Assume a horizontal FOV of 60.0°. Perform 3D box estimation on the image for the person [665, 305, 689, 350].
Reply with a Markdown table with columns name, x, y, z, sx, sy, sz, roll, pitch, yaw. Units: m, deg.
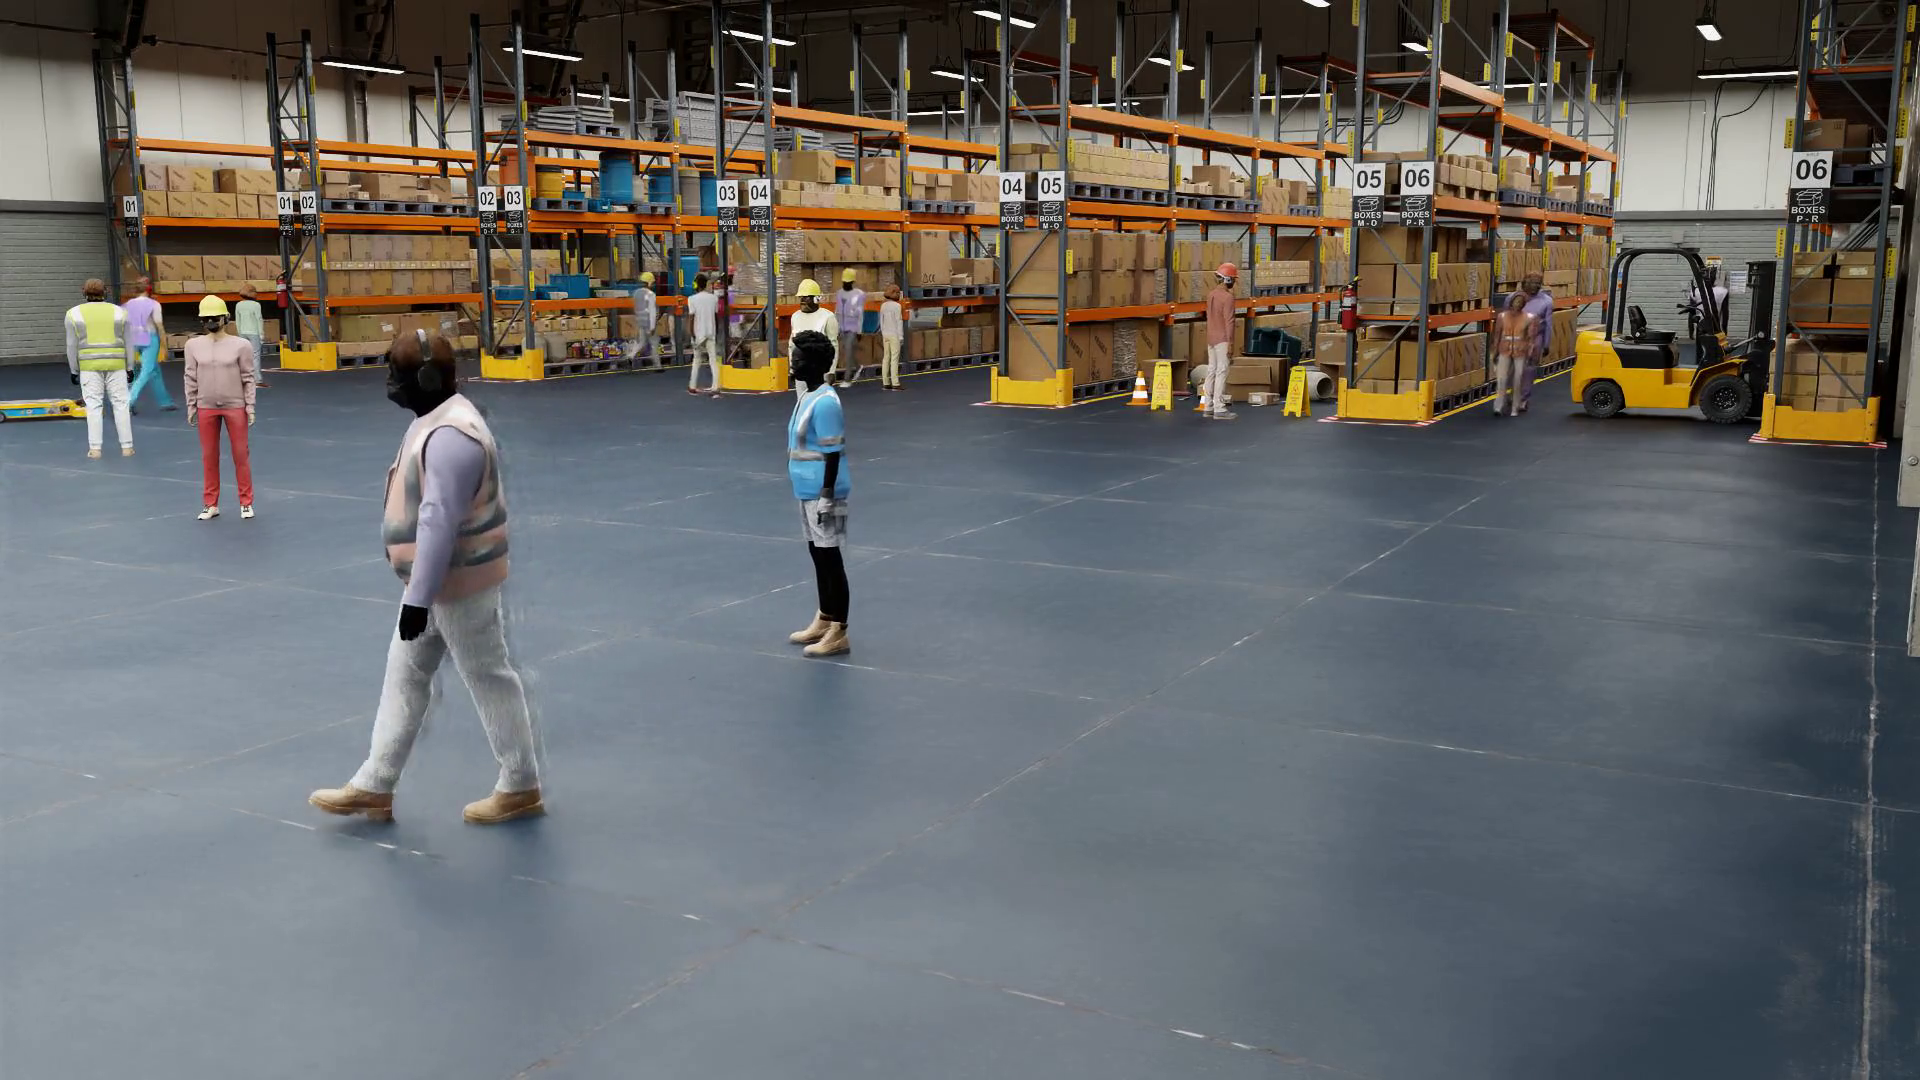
| name | x | y | z | sx | sy | sz | roll | pitch | yaw |
| --- | --- | --- | --- | --- | --- | --- | --- | --- | --- |
| person | -5.900 | -4.654 | 34.731 | 0.504 | 1.619 | 0.523 | 3 | 10 | 16 |

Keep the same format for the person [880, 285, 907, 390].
| name | x | y | z | sx | sy | sz | roll | pitch | yaw |
| --- | --- | --- | --- | --- | --- | --- | --- | --- | --- |
| person | -1.042 | -3.134 | 25.780 | 0.278 | 1.633 | 0.497 | -8 | 12 | -39 |

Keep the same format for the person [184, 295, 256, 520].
| name | x | y | z | sx | sy | sz | roll | pitch | yaw |
| --- | --- | --- | --- | --- | --- | --- | --- | --- | --- |
| person | -5.828 | -1.038 | 13.121 | 0.529 | 1.768 | 0.312 | -2 | 10 | -12 |

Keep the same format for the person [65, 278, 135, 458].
| name | x | y | z | sx | sy | sz | roll | pitch | yaw |
| --- | --- | --- | --- | --- | --- | --- | --- | --- | --- |
| person | -8.855 | -1.766 | 17.163 | 0.622 | 1.844 | 0.429 | -6 | 11 | -32 |

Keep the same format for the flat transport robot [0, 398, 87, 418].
| name | x | y | z | sx | sy | sz | roll | pitch | yaw |
| --- | --- | --- | --- | --- | --- | --- | --- | --- | --- |
| flat transport robot | -11.860 | -1.651 | 21.076 | 1.431 | 0.197 | 0.652 | -7 | 12 | -34 |

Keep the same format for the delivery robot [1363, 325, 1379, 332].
| name | x | y | z | sx | sy | sz | roll | pitch | yaw |
| --- | --- | --- | --- | --- | --- | --- | --- | --- | --- |
| delivery robot | 9.374 | -4.629 | 37.410 | 0.707 | 0.478 | 0.477 | -2 | 10 | -9 |

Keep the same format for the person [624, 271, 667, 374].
| name | x | y | z | sx | sy | sz | roll | pitch | yaw |
| --- | --- | --- | --- | --- | --- | --- | --- | --- | --- |
| person | -5.524 | -3.801 | 29.162 | 0.599 | 1.815 | 0.723 | 8 | 13 | 39 |

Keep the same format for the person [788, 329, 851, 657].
| name | x | y | z | sx | sy | sz | roll | pitch | yaw |
| --- | --- | --- | --- | --- | --- | --- | --- | --- | --- |
| person | -0.737 | -0.243 | 8.668 | 0.320 | 1.695 | 0.538 | -3 | 10 | -16 |

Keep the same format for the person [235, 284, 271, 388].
| name | x | y | z | sx | sy | sz | roll | pitch | yaw |
| --- | --- | --- | --- | --- | --- | --- | --- | --- | --- |
| person | -11.210 | -3.225 | 26.308 | 0.499 | 1.633 | 0.289 | 4 | 10 | 21 |

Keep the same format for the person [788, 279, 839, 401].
| name | x | y | z | sx | sy | sz | roll | pitch | yaw |
| --- | --- | --- | --- | --- | --- | --- | --- | --- | --- |
| person | -1.554 | -1.796 | 17.363 | 0.599 | 1.830 | 0.404 | 6 | 11 | 32 |

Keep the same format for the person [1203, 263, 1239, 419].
| name | x | y | z | sx | sy | sz | roll | pitch | yaw |
| --- | --- | --- | --- | --- | --- | --- | --- | --- | --- |
| person | 3.351 | -2.530 | 21.219 | 0.400 | 1.986 | 0.614 | -3 | 10 | -19 |

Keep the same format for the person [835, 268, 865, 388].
| name | x | y | z | sx | sy | sz | roll | pitch | yaw |
| --- | --- | --- | --- | --- | --- | --- | --- | --- | --- |
| person | -1.710 | -3.354 | 26.318 | 0.590 | 1.894 | 0.590 | 7 | 12 | 36 |

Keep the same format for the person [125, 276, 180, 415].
| name | x | y | z | sx | sy | sz | roll | pitch | yaw |
| --- | --- | --- | --- | --- | --- | --- | --- | --- | --- |
| person | -10.753 | -2.566 | 21.942 | 0.573 | 1.806 | 0.943 | 4 | 11 | 25 |

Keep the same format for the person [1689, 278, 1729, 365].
| name | x | y | z | sx | sy | sz | roll | pitch | yaw |
| --- | --- | --- | --- | --- | --- | --- | --- | --- | --- |
| person | 12.166 | -3.480 | 27.085 | 0.582 | 1.888 | 0.949 | 6 | 11 | 32 |

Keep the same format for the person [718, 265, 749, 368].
| name | x | y | z | sx | sy | sz | roll | pitch | yaw |
| --- | --- | --- | --- | --- | --- | --- | --- | --- | --- |
| person | -4.063 | -3.948 | 29.715 | 0.556 | 1.917 | 0.603 | 4 | 11 | 24 |

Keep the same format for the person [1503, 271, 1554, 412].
| name | x | y | z | sx | sy | sz | roll | pitch | yaw |
| --- | --- | --- | --- | --- | --- | --- | --- | --- | --- |
| person | 7.545 | -2.643 | 22.185 | 0.675 | 1.876 | 0.433 | 4 | 10 | 20 |

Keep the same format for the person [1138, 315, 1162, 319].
| name | x | y | z | sx | sy | sz | roll | pitch | yaw |
| --- | --- | --- | --- | --- | --- | --- | --- | --- | --- |
| person | 3.506 | -4.009 | 30.088 | 0.563 | 1.906 | 0.813 | 5 | 11 | 27 |

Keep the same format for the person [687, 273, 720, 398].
| name | x | y | z | sx | sy | sz | roll | pitch | yaw |
| --- | --- | --- | --- | --- | --- | --- | --- | --- | --- |
| person | -3.773 | -3.014 | 24.546 | 0.517 | 1.818 | 0.970 | -5 | 11 | -26 |

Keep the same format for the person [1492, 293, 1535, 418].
| name | x | y | z | sx | sy | sz | roll | pitch | yaw |
| --- | --- | --- | --- | --- | --- | --- | --- | --- | --- |
| person | 7.071 | -2.347 | 21.273 | 0.520 | 1.586 | 0.867 | 4 | 11 | 24 |

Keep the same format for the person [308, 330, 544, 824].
| name | x | y | z | sx | sy | sz | roll | pitch | yaw |
| --- | --- | --- | --- | --- | --- | --- | --- | --- | --- |
| person | -1.947 | 0.162 | 5.960 | 0.892 | 1.801 | 0.648 | -4 | 11 | -24 |

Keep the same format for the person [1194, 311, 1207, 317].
| name | x | y | z | sx | sy | sz | roll | pitch | yaw |
| --- | --- | --- | --- | --- | --- | --- | --- | --- | --- |
| person | 4.958 | -4.422 | 33.327 | 0.534 | 1.636 | 0.357 | 1 | 10 | 5 |

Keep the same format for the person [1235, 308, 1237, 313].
| name | x | y | z | sx | sy | sz | roll | pitch | yaw |
| --- | --- | --- | --- | --- | --- | --- | --- | --- | --- |
| person | 6.717 | -5.917 | 41.383 | 0.376 | 1.885 | 0.654 | -6 | 11 | -30 |

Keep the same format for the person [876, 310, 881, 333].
| name | x | y | z | sx | sy | sz | roll | pitch | yaw |
| --- | --- | --- | --- | --- | --- | --- | --- | --- | --- |
| person | -1.634 | -4.947 | 36.063 | 0.530 | 1.743 | 0.665 | 4 | 11 | 24 |

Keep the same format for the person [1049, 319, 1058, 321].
| name | x | y | z | sx | sy | sz | roll | pitch | yaw |
| --- | --- | --- | --- | --- | --- | --- | --- | --- | --- |
| person | 1.943 | -4.274 | 32.067 | 0.528 | 1.767 | 0.330 | 6 | 12 | 32 |

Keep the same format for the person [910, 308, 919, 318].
| name | x | y | z | sx | sy | sz | roll | pitch | yaw |
| --- | --- | --- | --- | --- | --- | --- | --- | --- | --- |
| person | -1.217 | -5.004 | 36.126 | 0.561 | 1.840 | 0.565 | 7 | 12 | 34 |
